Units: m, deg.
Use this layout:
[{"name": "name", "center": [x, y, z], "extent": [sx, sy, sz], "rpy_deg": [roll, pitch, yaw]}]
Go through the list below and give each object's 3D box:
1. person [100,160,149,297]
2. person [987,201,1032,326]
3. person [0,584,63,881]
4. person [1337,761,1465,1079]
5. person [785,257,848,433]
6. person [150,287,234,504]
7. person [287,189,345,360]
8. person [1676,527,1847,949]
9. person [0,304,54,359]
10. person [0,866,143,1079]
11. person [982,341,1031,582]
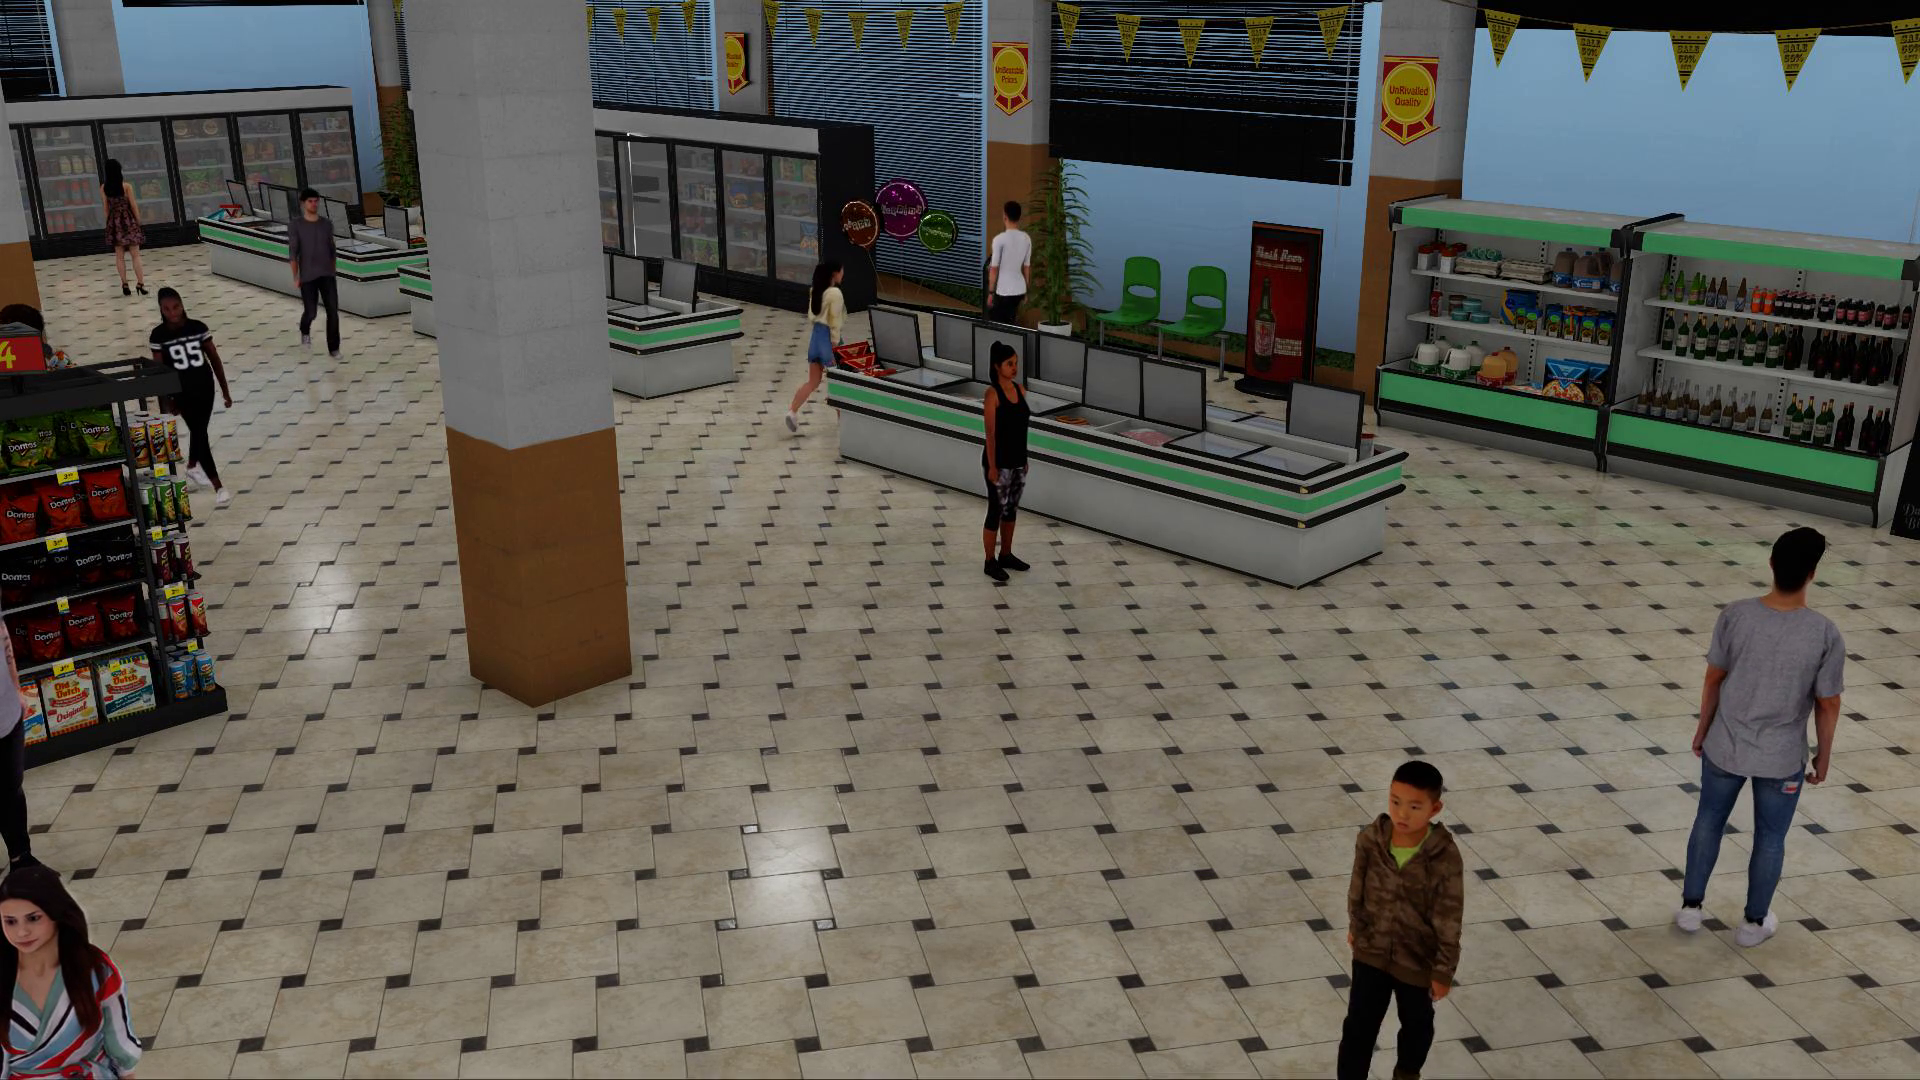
[{"name": "person", "center": [-11.071, -4.130, 22.010], "extent": [0.801, 1.776, 0.846], "rpy_deg": [-3, 19, -10]}, {"name": "person", "center": [0.554, -2.572, 17.307], "extent": [0.718, 1.830, 0.893], "rpy_deg": [-14, 23, -37]}, {"name": "person", "center": [-4.417, 0.758, 7.420], "extent": [0.673, 1.837, 0.723], "rpy_deg": [10, 21, 28]}, {"name": "person", "center": [1.620, 1.443, 6.023], "extent": [0.904, 1.430, 0.801], "rpy_deg": [10, 21, 28]}, {"name": "person", "center": [-1.291, -1.757, 15.245], "extent": [0.725, 1.603, 0.997], "rpy_deg": [-16, 24, -40]}, {"name": "person", "center": [-6.186, -1.160, 13.344], "extent": [0.621, 1.686, 1.195], "rpy_deg": [-17, 25, -42]}, {"name": "person", "center": [-7.134, -2.927, 18.352], "extent": [0.737, 1.835, 0.983], "rpy_deg": [-15, 24, -38]}, {"name": "person", "center": [3.372, 0.858, 7.044], "extent": [0.633, 1.887, 0.799], "rpy_deg": [13, 23, 34]}, {"name": "person", "center": [-6.989, -0.923, 12.627], "extent": [0.879, 1.695, 0.594], "rpy_deg": [17, 25, 41]}, {"name": "person", "center": [-2.652, 1.705, 4.959], "extent": [0.655, 1.614, 0.636], "rpy_deg": [-8, 20, -21]}, {"name": "person", "center": [0.314, -0.564, 11.615], "extent": [0.540, 1.662, 0.611], "rpy_deg": [13, 23, 35]}]
